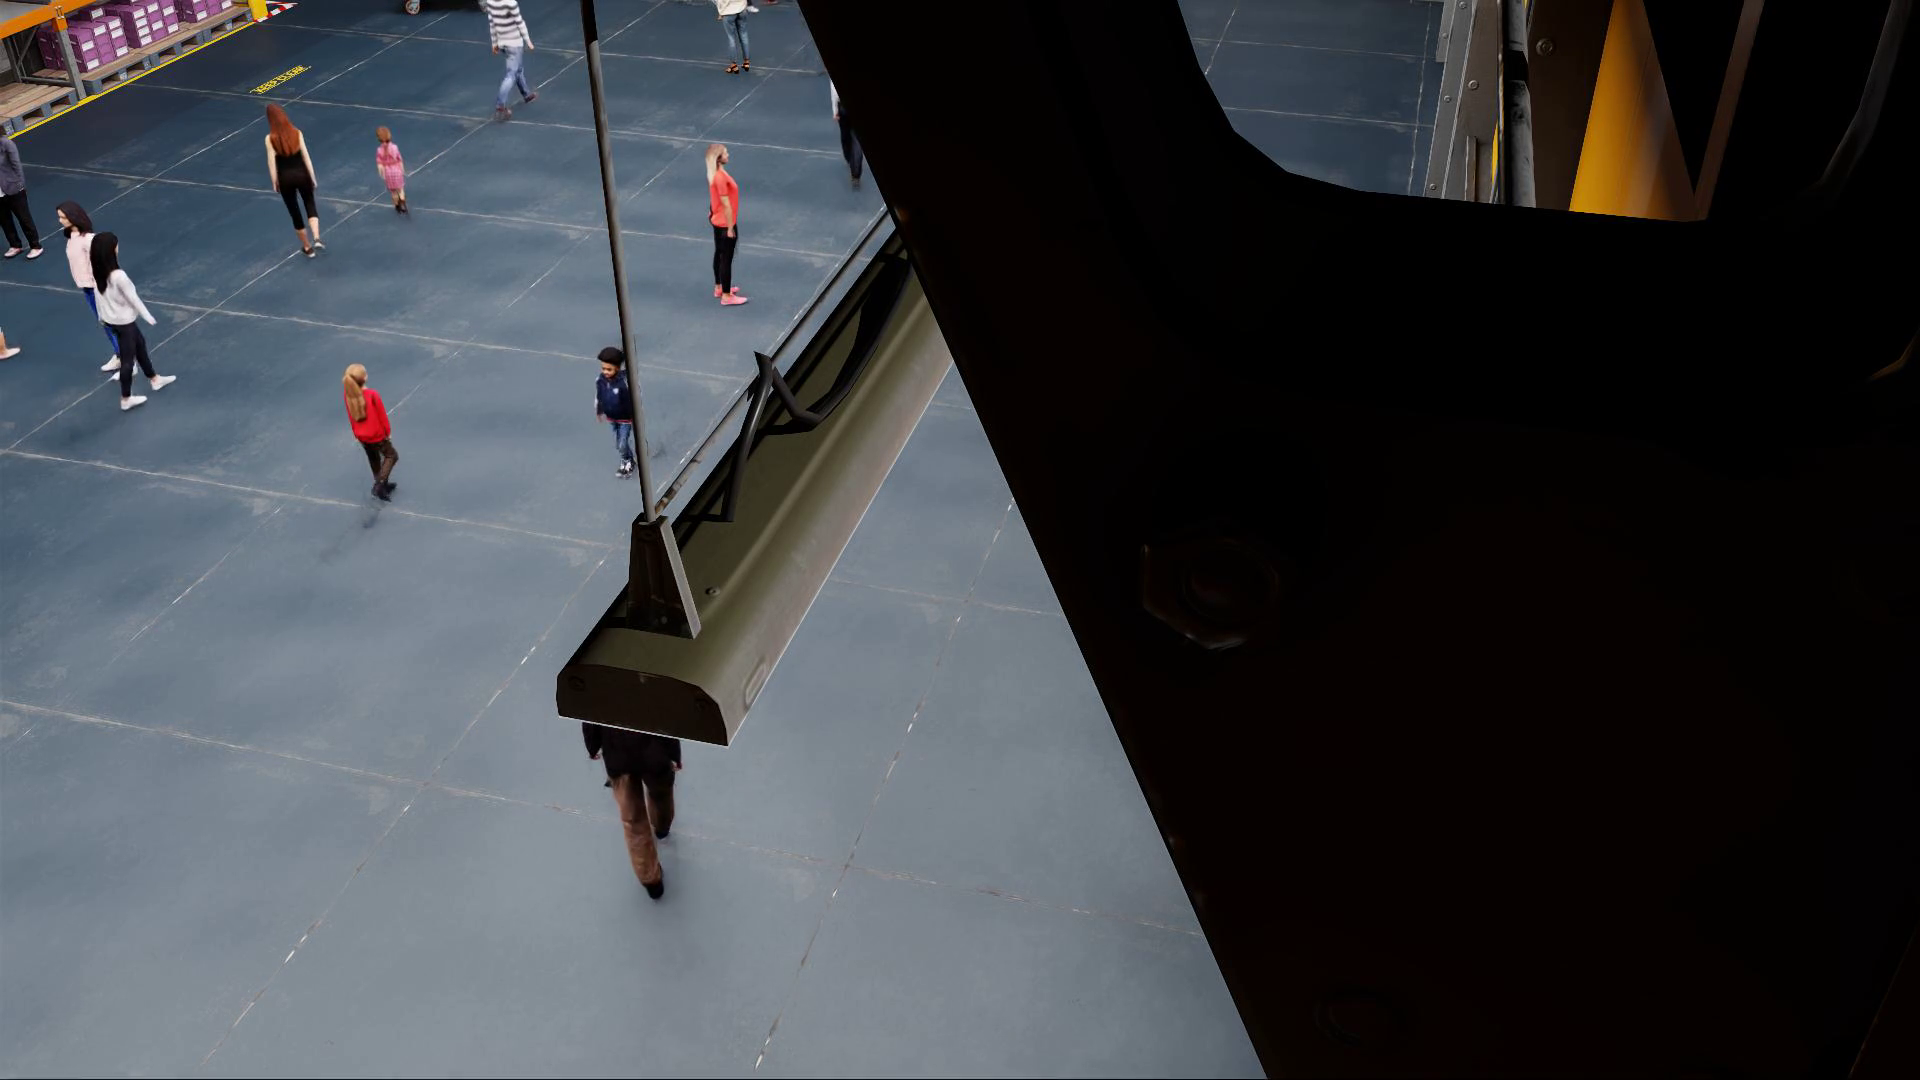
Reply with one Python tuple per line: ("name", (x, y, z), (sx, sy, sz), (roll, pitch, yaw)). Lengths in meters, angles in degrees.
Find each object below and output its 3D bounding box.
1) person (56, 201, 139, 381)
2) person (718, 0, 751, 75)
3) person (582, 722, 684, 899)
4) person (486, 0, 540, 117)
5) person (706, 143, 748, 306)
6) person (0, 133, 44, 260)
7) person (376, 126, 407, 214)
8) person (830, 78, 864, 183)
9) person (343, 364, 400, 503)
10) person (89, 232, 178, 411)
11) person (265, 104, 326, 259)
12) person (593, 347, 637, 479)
("person", (-8.161, -2.386, 15.743), (0.728, 1.767, 0.721), (-27, 42, -35))
("person", (-3.186, -7.437, 23.418), (0.683, 1.682, 0.756), (-20, 39, -28))
("person", (-1.935, 1.374, 9.967), (1.025, 1.899, 1.198), (-7, 34, -10))
("person", (-5.971, -6.473, 21.858), (0.905, 1.806, 1.285), (19, 38, 26))
("person", (-2.451, -3.269, 17.138), (0.739, 1.693, 0.652), (-13, 36, -18))
("person", (-10.391, -3.841, 18.087), (0.714, 1.595, 0.721), (1, 34, 2))
("person", (-6.574, -4.271, 19.255), (0.549, 1.018, 0.608), (-15, 37, -22))
("person", (-1.290, -5.164, 19.918), (0.926, 1.773, 1.278), (-3, 34, -4))
("person", (-4.937, -0.867, 13.901), (0.509, 1.276, 0.666), (7, 34, 11))
("person", (-7.729, -1.959, 15.186), (0.809, 1.673, 0.956), (23, 40, 30))
("person", (-7.184, -3.857, 17.997), (0.748, 1.721, 0.809), (-20, 38, -27))
("person", (-2.915, -1.123, 14.340), (0.569, 1.217, 0.544), (16, 37, 22))
